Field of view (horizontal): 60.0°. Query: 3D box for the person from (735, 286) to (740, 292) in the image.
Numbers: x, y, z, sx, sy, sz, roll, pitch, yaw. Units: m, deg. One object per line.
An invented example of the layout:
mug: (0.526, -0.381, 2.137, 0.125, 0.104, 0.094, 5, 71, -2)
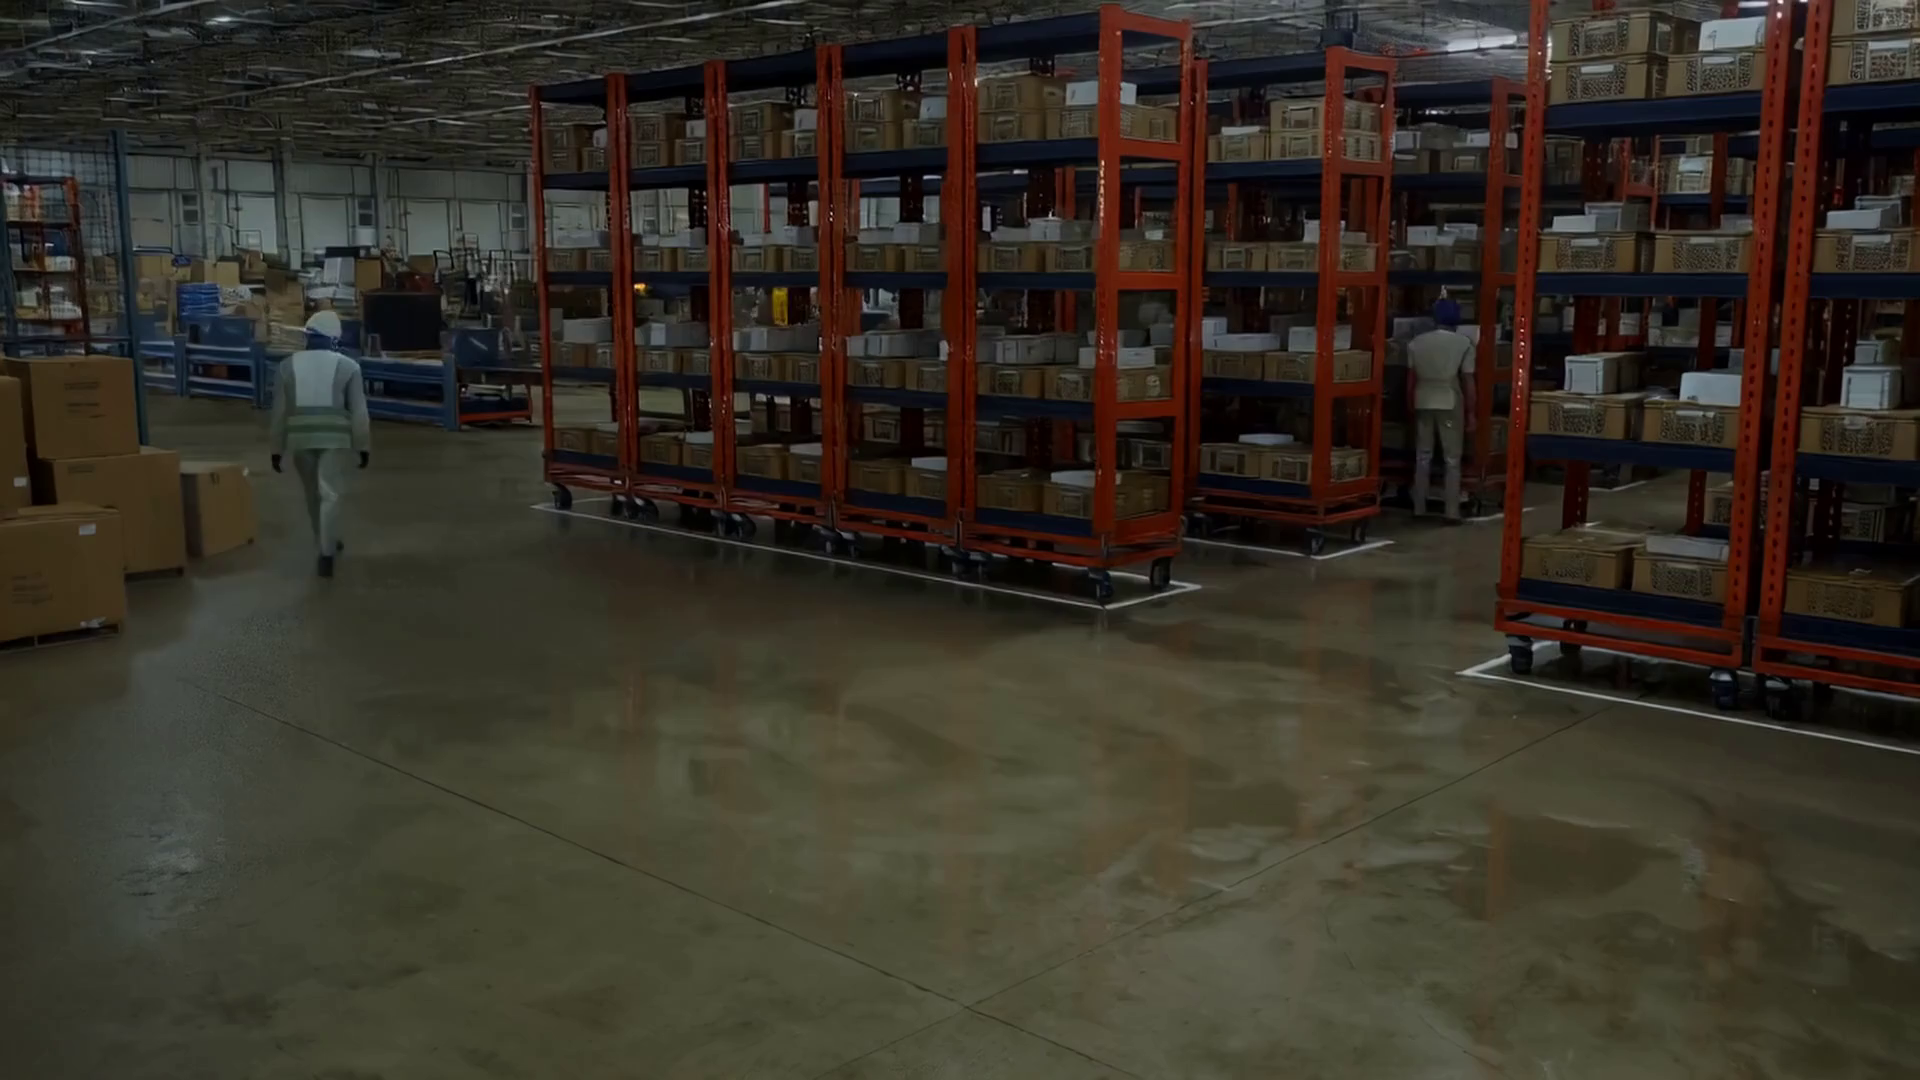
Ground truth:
person: (-11.722, -13.040, 87.188, 0.541, 1.799, 0.532, 0, 9, -1)

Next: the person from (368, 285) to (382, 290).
person: (-19.156, -7.746, 54.580, 0.506, 1.853, 0.498, -1, 9, -6)

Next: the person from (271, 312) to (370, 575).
person: (-4.386, -0.662, 11.398, 0.633, 1.779, 0.949, -1, 9, -6)

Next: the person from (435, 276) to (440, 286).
person: (-26.206, -12.358, 83.222, 0.819, 1.734, 0.521, 6, 11, 35)

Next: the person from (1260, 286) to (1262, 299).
person: (10.455, -8.529, 59.243, 0.646, 1.894, 0.955, 0, 9, 0)

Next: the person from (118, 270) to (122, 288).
person: (-26.217, -7.462, 52.258, 0.605, 2.044, 0.374, 3, 10, 20)

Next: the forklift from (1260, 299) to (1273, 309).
forklift: (10.190, -7.800, 51.765, 1.129, 2.768, 1.873, -9, 13, -43)

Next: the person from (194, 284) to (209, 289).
person: (-32.453, -10.461, 71.334, 0.644, 1.819, 0.636, 1, 9, 5)

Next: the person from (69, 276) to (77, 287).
person: (-39.922, -11.100, 75.001, 0.969, 1.901, 0.612, 0, 9, -2)

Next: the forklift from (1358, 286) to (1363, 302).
forklift: (11.100, -7.017, 46.970, 1.873, 2.768, 1.129, 9, 13, 43)

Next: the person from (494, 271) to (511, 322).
person: (-16.219, -8.543, 58.889, 0.984, 2.000, 0.690, -9, 13, -44)

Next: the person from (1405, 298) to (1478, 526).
person: (3.870, -1.024, 13.437, 0.611, 1.834, 0.389, 7, 12, 37)

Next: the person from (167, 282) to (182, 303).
person: (-20.150, -5.787, 42.855, 0.324, 1.763, 0.524, 5, 10, 26)

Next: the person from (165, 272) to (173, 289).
person: (-35.896, -11.143, 75.247, 0.621, 1.897, 0.804, 6, 11, 33)

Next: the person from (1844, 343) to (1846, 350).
person: (15.028, -3.426, 27.986, 0.552, 1.888, 0.658, 4, 10, 23)

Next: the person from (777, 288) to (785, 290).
person: (-6.706, -8.868, 61.666, 0.905, 1.784, 0.613, -1, 9, -8)

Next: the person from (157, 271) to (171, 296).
person: (-32.609, -9.998, 68.016, 0.621, 1.967, 0.675, 5, 11, 30)

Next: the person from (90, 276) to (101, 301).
person: (-29.422, -8.094, 56.763, 0.799, 1.843, 0.531, -6, 11, -34)
